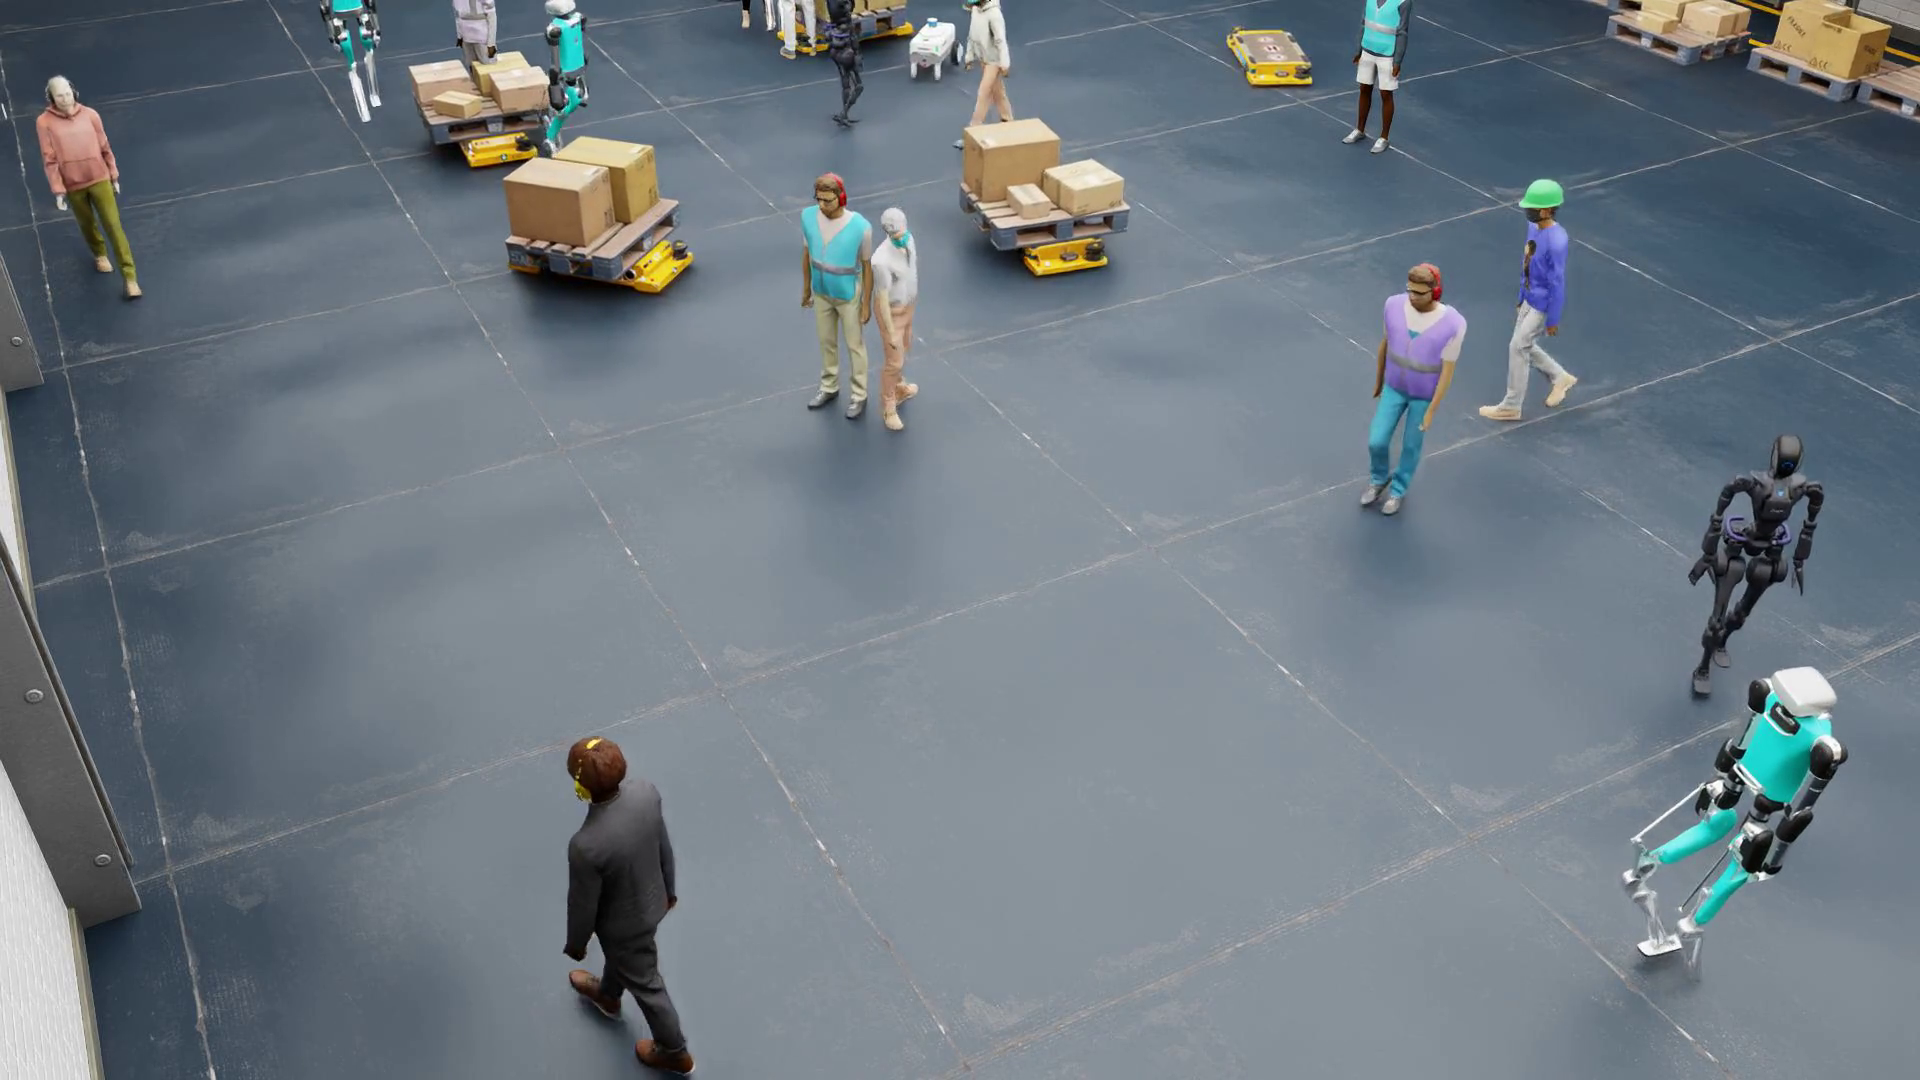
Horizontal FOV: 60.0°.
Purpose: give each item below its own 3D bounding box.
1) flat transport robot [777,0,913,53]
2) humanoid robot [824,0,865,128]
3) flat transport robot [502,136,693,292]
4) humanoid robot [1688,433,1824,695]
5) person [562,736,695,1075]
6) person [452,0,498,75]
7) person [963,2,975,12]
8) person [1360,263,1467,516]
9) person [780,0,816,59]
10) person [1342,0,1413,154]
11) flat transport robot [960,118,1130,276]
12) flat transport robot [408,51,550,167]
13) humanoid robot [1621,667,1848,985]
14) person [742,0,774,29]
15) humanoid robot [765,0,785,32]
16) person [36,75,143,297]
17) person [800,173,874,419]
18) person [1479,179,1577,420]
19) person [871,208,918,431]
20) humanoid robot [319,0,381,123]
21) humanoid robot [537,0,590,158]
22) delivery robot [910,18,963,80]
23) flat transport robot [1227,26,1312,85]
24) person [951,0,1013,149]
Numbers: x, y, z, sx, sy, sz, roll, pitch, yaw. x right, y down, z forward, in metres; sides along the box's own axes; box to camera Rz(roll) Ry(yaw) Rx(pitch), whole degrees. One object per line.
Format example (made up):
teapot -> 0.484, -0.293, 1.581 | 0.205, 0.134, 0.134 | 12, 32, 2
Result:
flat transport robot -> -1.322, -5.883, 19.115 | 1.431, 0.231, 0.659 | -20, 40, -26
humanoid robot -> -1.161, -4.922, 16.515 | 0.352, 1.655, 0.600 | -15, 38, -20
flat transport robot -> -3.070, -2.419, 14.169 | 1.431, 0.231, 0.659 | 11, 37, 15
humanoid robot -> 4.464, 0.111, 9.340 | 0.609, 1.638, 0.599 | 6, 35, 8
person -> -1.548, 1.546, 7.132 | 0.865, 1.841, 0.521 | 16, 38, 21
person -> -4.770, -4.958, 16.342 | 0.551, 1.936, 0.354 | 23, 41, 30
person -> 0.479, -7.312, 19.727 | 1.008, 1.912, 0.606 | -17, 39, -23
person -> 2.900, -0.948, 10.718 | 0.555, 1.819, 0.493 | 22, 41, 28
person -> -1.813, -6.236, 18.215 | 0.574, 1.882, 0.356 | -14, 37, -19
person -> 4.052, -4.702, 15.986 | 0.455, 1.931, 0.554 | -27, 43, -33
flat transport robot -> 0.718, -2.727, 14.610 | 0.659, 0.231, 1.431 | -11, 37, -16
flat transport robot -> -4.692, -4.082, 16.544 | 0.659, 0.231, 1.431 | -15, 38, -20
humanoid robot -> 3.373, 1.386, 7.540 | 0.743, 1.878, 0.548 | -9, 36, -12
person -> -2.360, -6.745, 19.098 | 0.529, 1.699, 0.318 | -6, 35, -8
humanoid robot -> -2.139, -6.619, 18.901 | 0.550, 1.812, 0.706 | 1, 35, 1
person -> -7.140, -2.922, 13.572 | 0.521, 1.789, 0.981 | -18, 39, -24
person -> -0.862, -1.752, 11.846 | 0.569, 1.840, 0.373 | 17, 38, 23
person -> 4.145, -1.683, 11.753 | 0.668, 1.840, 0.477 | 0, 35, 0
person -> -0.423, -1.636, 11.805 | 0.335, 1.714, 0.649 | 14, 38, 20
humanoid robot -> -6.175, -5.201, 16.882 | 0.553, 1.784, 0.882 | -12, 37, -16
humanoid robot -> -3.726, -4.089, 15.319 | 0.692, 1.831, 0.530 | 13, 37, 18
delivery robot -> -0.288, -5.394, 18.184 | 0.499, 0.613, 0.807 | 9, 36, 13
flat transport robot -> 3.407, -5.338, 18.337 | 0.659, 0.231, 1.431 | -2, 35, -3
person -> 0.226, -4.593, 16.081 | 0.817, 1.617, 0.484 | -17, 38, -22
